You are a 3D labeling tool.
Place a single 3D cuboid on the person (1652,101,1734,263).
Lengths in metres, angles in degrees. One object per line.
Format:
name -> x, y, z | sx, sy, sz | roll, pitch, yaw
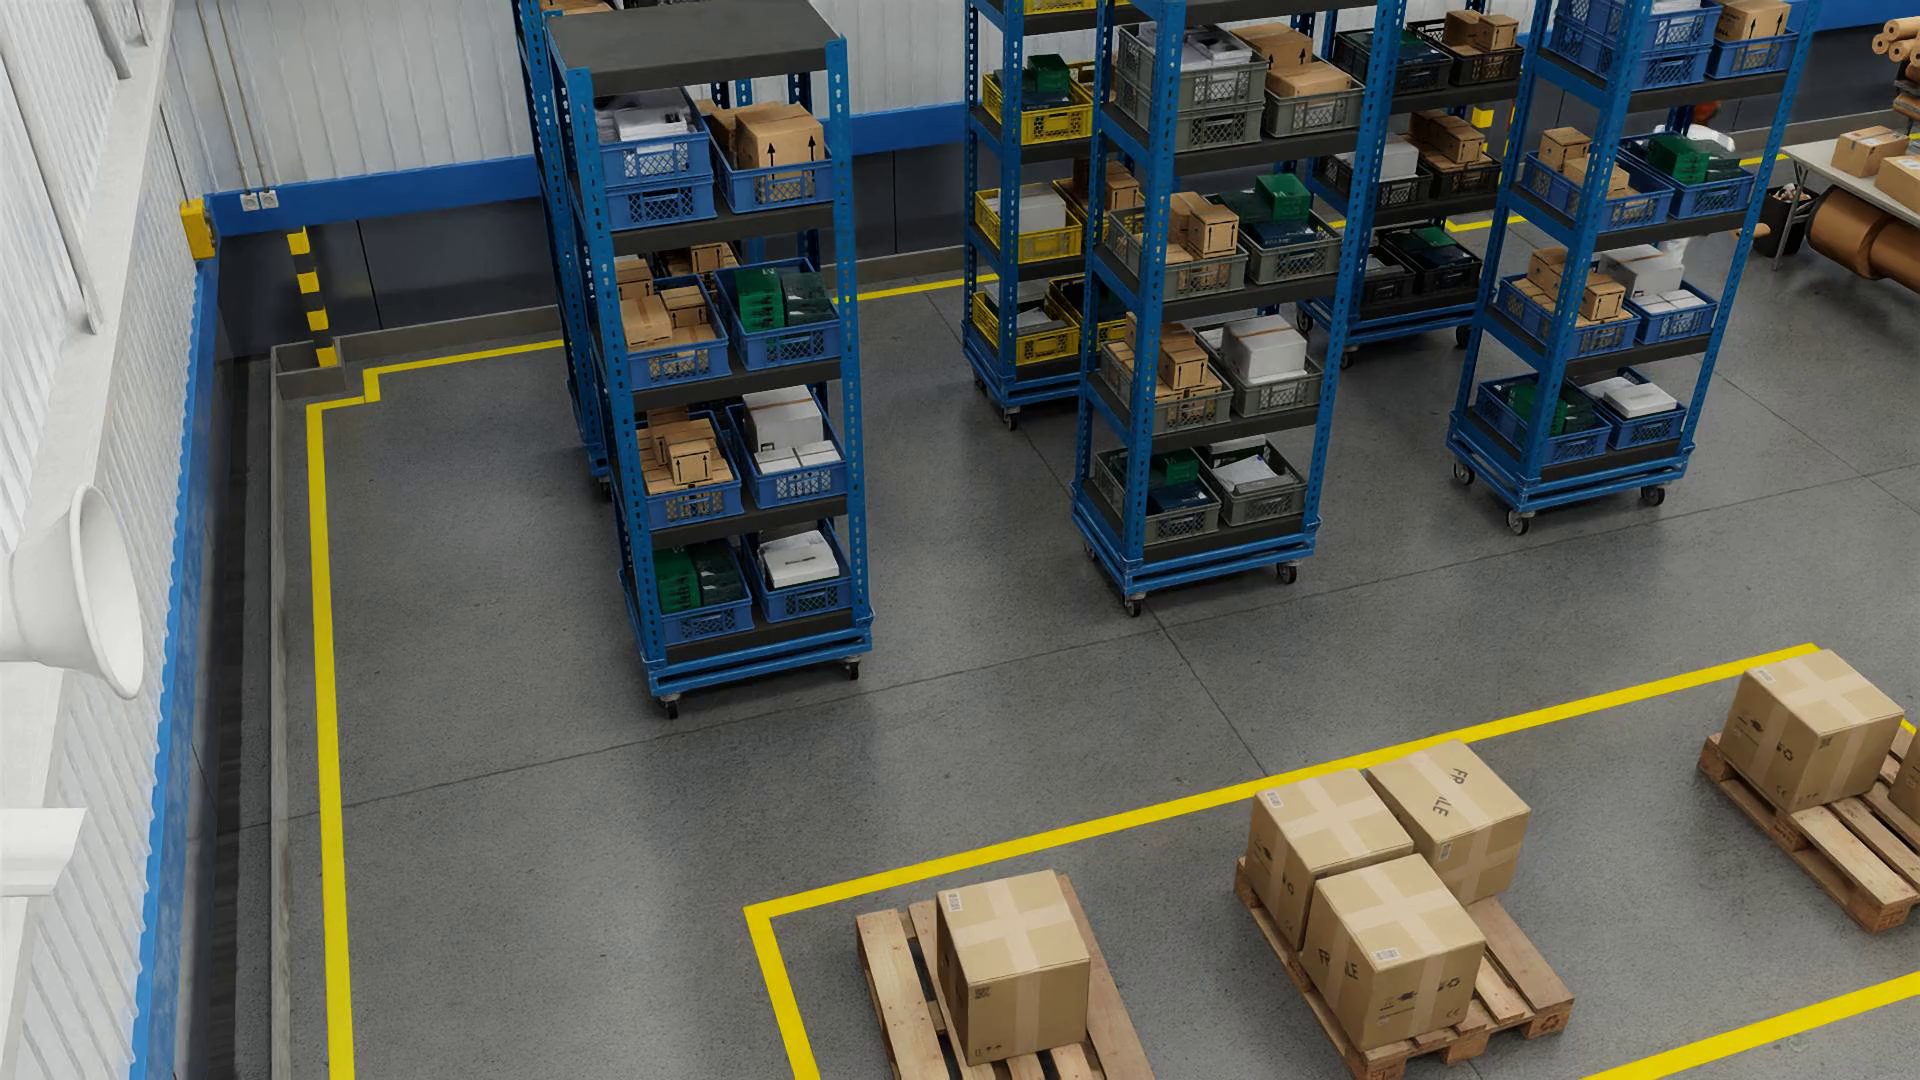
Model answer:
person -> 5.191, -2.412, 12.087 | 0.619, 1.863, 0.669 | 16, 38, 21
